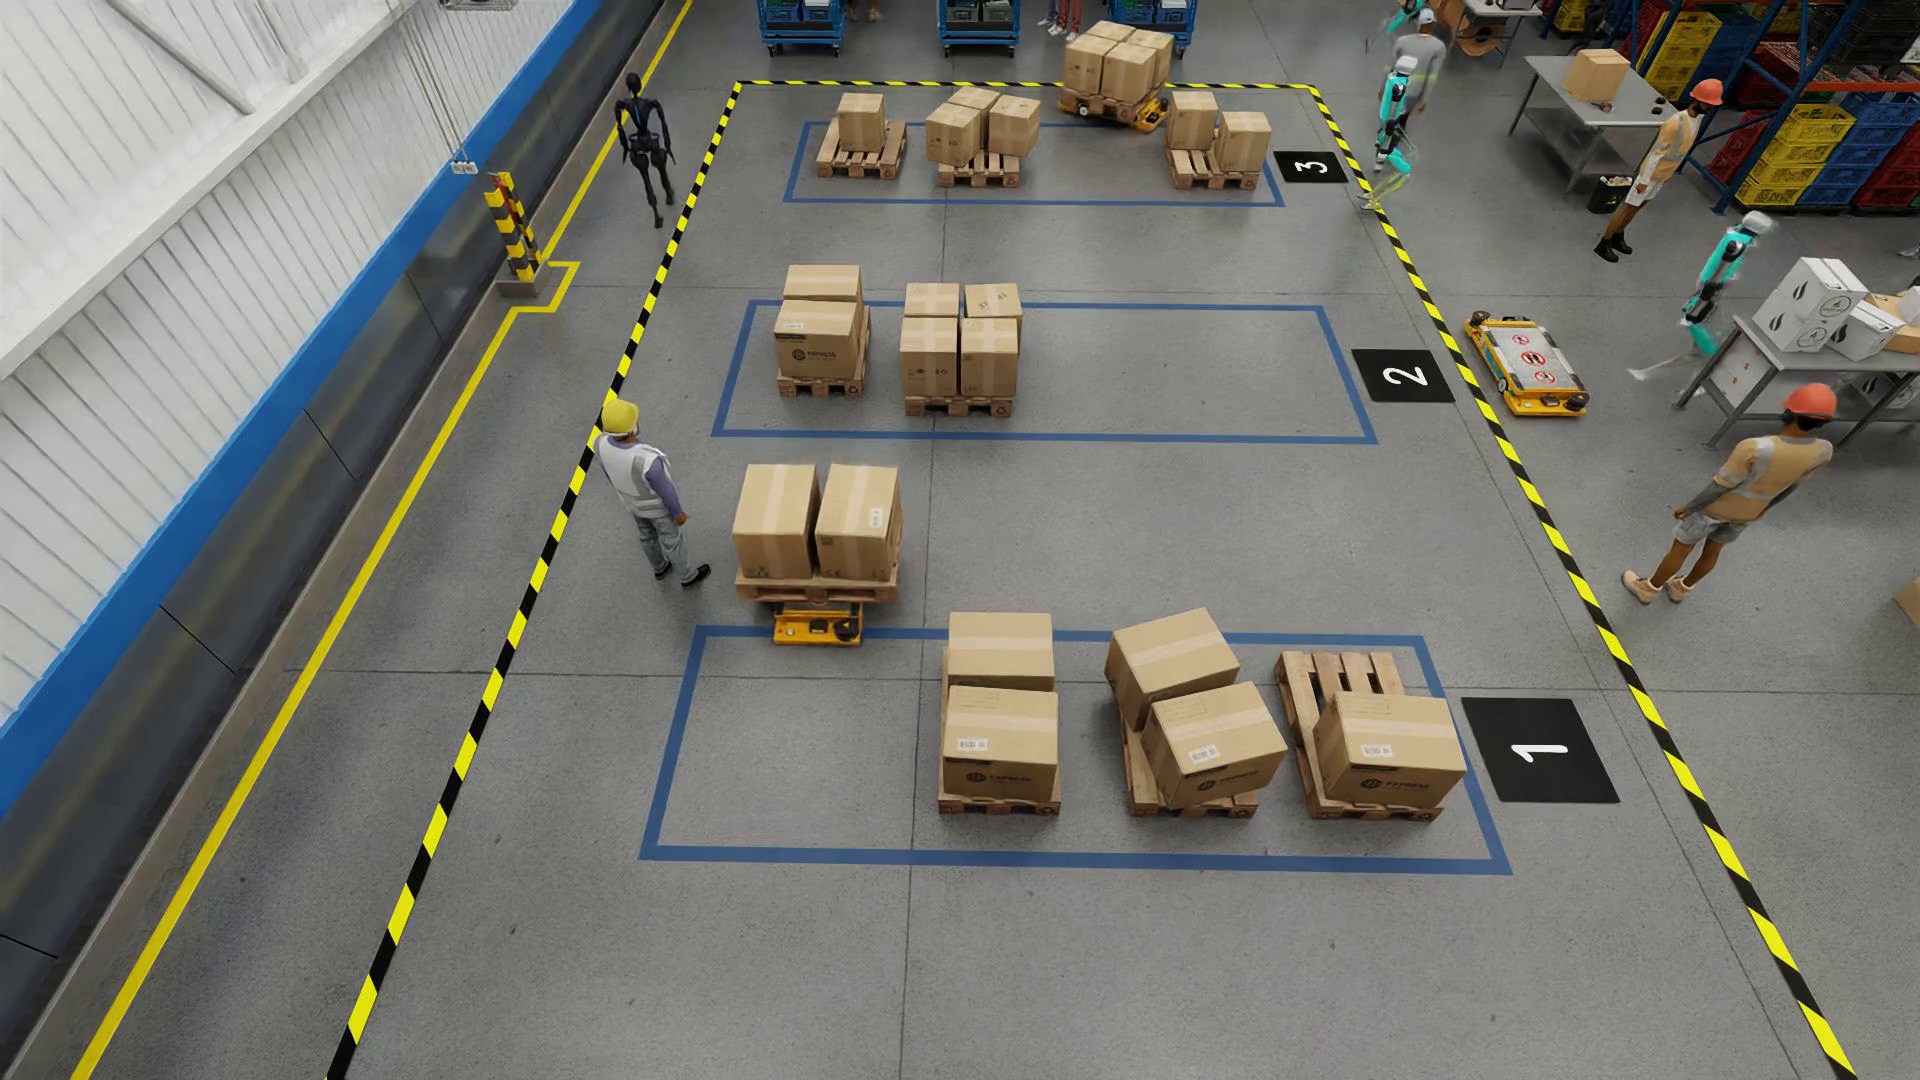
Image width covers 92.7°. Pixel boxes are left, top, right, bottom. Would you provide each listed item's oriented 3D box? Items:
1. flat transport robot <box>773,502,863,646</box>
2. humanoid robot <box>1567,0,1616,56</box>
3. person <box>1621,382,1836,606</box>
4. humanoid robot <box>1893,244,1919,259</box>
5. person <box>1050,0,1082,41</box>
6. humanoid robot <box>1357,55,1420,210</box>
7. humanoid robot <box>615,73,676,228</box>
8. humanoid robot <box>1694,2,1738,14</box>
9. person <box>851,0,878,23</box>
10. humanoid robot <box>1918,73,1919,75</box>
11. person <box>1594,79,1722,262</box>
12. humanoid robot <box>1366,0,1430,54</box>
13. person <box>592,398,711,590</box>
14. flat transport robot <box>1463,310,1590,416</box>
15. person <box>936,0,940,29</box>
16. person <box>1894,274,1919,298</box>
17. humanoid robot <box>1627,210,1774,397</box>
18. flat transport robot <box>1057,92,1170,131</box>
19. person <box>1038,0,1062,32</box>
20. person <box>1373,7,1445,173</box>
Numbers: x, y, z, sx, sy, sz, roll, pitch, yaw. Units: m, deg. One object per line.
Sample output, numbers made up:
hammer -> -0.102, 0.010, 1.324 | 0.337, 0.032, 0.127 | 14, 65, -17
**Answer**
flat transport robot -> -1.073, 0.202, 7.340 | 0.652, 0.197, 1.431 | 1, 49, 1
humanoid robot -> 9.294, -7.743, 13.304 | 0.338, 1.666, 0.589 | 6, 49, 5
person -> 5.530, -0.277, 6.609 | 0.612, 2.028, 0.400 | 0, 49, 0
humanoid robot -> 11.144, -3.744, 9.817 | 0.860, 1.786, 0.561 | 5, 49, 4
person -> 1.723, -8.704, 13.977 | 0.389, 1.919, 0.592 | -36, 58, -27
humanoid robot -> 5.030, -4.588, 10.444 | 0.735, 1.677, 0.533 | 10, 50, 8
humanoid robot -> -3.618, -4.509, 10.538 | 0.607, 1.627, 0.786 | -7, 50, -6
humanoid robot -> 10.847, -7.626, 13.228 | 0.756, 1.632, 0.596 | -20, 52, -17
person -> -1.595, -9.271, 14.386 | 0.613, 2.040, 0.390 | 3, 49, 3
humanoid robot -> 13.024, -6.203, 11.977 | 0.490, 1.636, 0.598 | -25, 54, -20
person -> 7.508, -3.950, 9.849 | 0.543, 1.938, 0.351 | -27, 54, -21
humanoid robot -> 6.475, -7.925, 13.433 | 0.558, 1.776, 0.959 | -31, 56, -24
person -> -2.279, -0.314, 6.767 | 0.592, 1.837, 0.404 | 21, 52, 17
flat transport robot -> 5.573, -1.757, 9.054 | 0.659, 0.231, 1.431 | 1, 49, 1
person -> -0.207, -8.957, 14.232 | 0.505, 1.865, 0.329 | 12, 50, 10
person -> 10.356, -3.160, 9.234 | 0.340, 1.838, 0.506 | -24, 53, -20
humanoid robot -> 6.979, -2.064, 8.384 | 0.757, 1.830, 0.562 | 28, 55, 22
flat transport robot -> 2.149, -6.085, 12.782 | 1.431, 0.197, 0.652 | 23, 53, 19
person -> 1.465, -8.879, 14.247 | 0.308, 1.735, 0.483 | -19, 52, -16
person -> 5.483, -5.540, 11.310 | 0.609, 1.805, 0.865 | 15, 51, 13
